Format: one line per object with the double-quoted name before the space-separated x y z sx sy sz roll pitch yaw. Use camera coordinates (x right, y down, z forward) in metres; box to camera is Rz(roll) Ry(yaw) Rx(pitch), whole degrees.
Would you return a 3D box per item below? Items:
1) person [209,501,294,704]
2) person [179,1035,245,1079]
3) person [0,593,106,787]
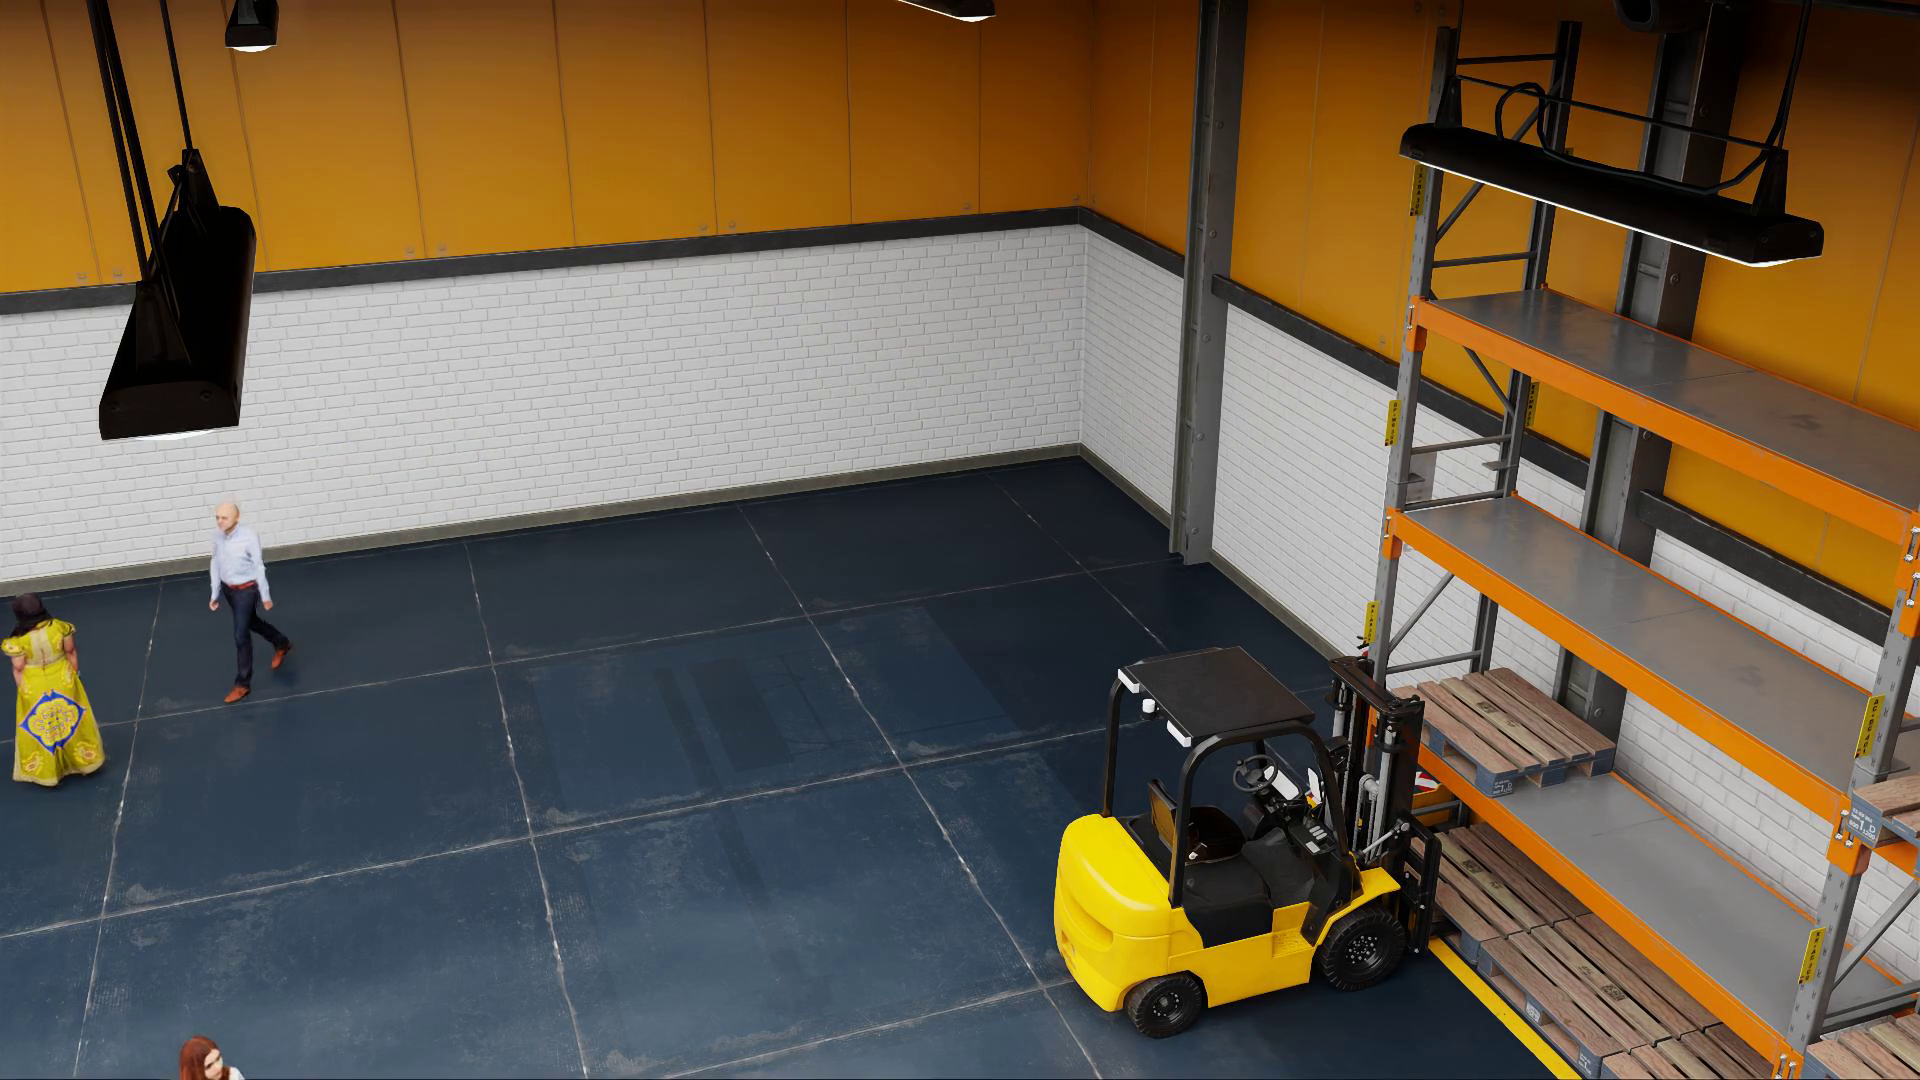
"person" -6.308 0.459 14.733 1.150 1.765 1.246 10 25 21
"person" -3.782 3.214 8.509 1.008 1.702 1.114 4 24 10
"person" -7.252 1.178 13.223 0.970 1.657 0.958 -19 30 -36
